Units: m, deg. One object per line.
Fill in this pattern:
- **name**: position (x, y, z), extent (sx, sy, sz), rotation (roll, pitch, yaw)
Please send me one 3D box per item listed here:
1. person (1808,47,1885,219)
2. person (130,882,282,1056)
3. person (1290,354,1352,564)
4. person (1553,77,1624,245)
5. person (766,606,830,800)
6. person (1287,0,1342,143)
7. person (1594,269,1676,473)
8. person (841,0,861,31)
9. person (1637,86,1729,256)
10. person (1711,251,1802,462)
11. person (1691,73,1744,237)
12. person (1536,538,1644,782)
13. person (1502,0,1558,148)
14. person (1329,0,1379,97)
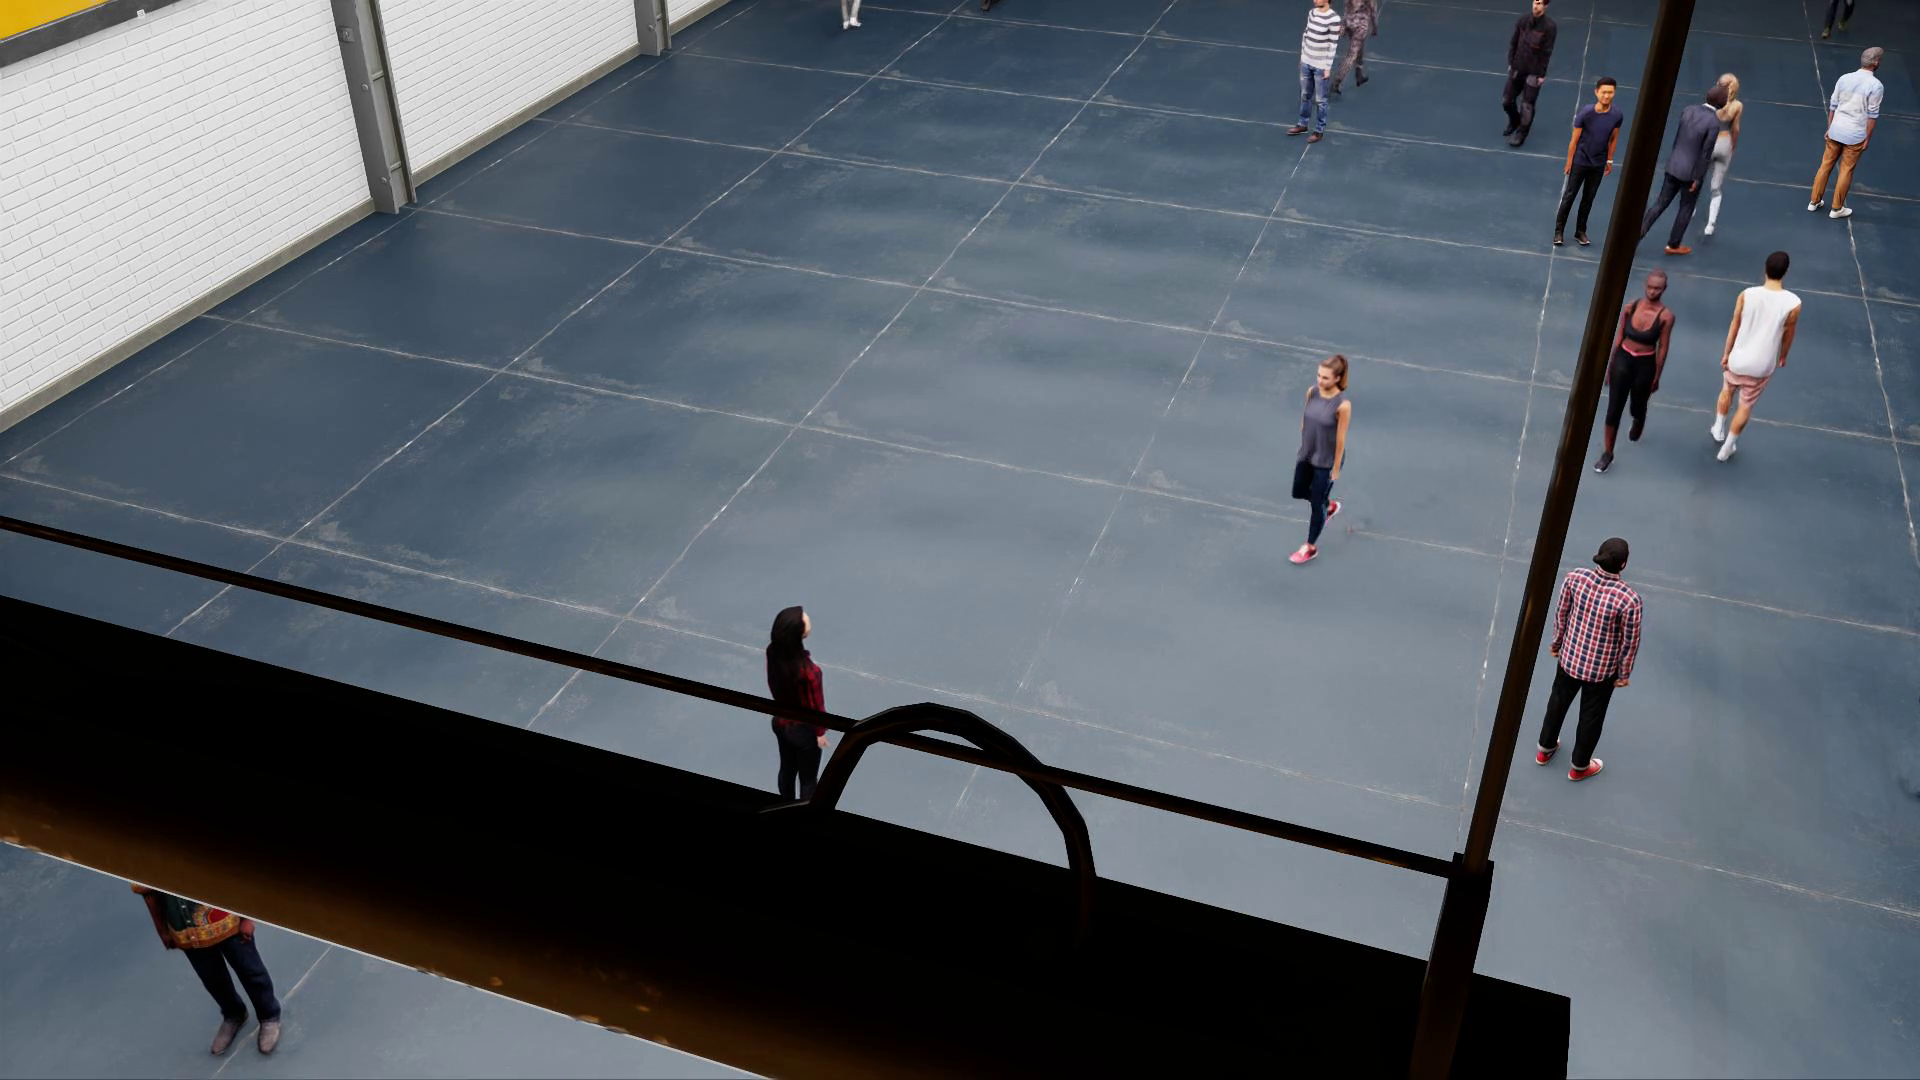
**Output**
- **person**: position (9.606, -4.413, 17.973), extent (0.786, 1.827, 0.770), rotation (-21, 39, -28)
- **person**: position (-3.854, 1.894, 8.506), extent (0.809, 1.804, 0.833), rotation (-4, 34, -7)
- **person**: position (2.742, -0.626, 12.380), extent (0.911, 1.712, 0.796), rotation (-24, 40, -31)
- **person**: position (6.550, -3.951, 17.311), extent (0.696, 1.793, 0.637), rotation (2, 34, 2)
- **person**: position (-0.970, 1.100, 9.833), extent (0.653, 1.657, 0.645), rotation (29, 43, 36)
- **person**: position (4.286, -5.727, 19.934), extent (0.735, 1.846, 0.722), rotation (-21, 39, -28)
- **person**: position (5.524, -1.415, 13.541), extent (0.755, 1.741, 1.016), rotation (22, 40, 30)
- **person**: position (-1.635, -7.992, 23.736), extent (0.527, 1.410, 0.524), rotation (15, 36, 21)
- **person**: position (7.373, -3.754, 17.013), extent (1.051, 1.794, 1.003), rotation (-14, 36, -20)
- **person**: position (6.438, -1.440, 13.561), extent (0.723, 1.762, 0.849), rotation (20, 38, 27)
- **person**: position (7.976, -4.023, 17.535), extent (0.682, 1.664, 1.191), rotation (9, 35, 14)
- **person**: position (3.904, 0.725, 10.304), extent (0.775, 1.761, 0.757), rotation (28, 43, 36)
- **person**: position (6.799, -5.606, 19.767), extent (0.841, 1.829, 0.854), rotation (27, 42, 35)
- **person**: position (5.041, -6.504, 21.262), extent (1.236, 1.670, 0.953), rotation (-27, 42, -34)
